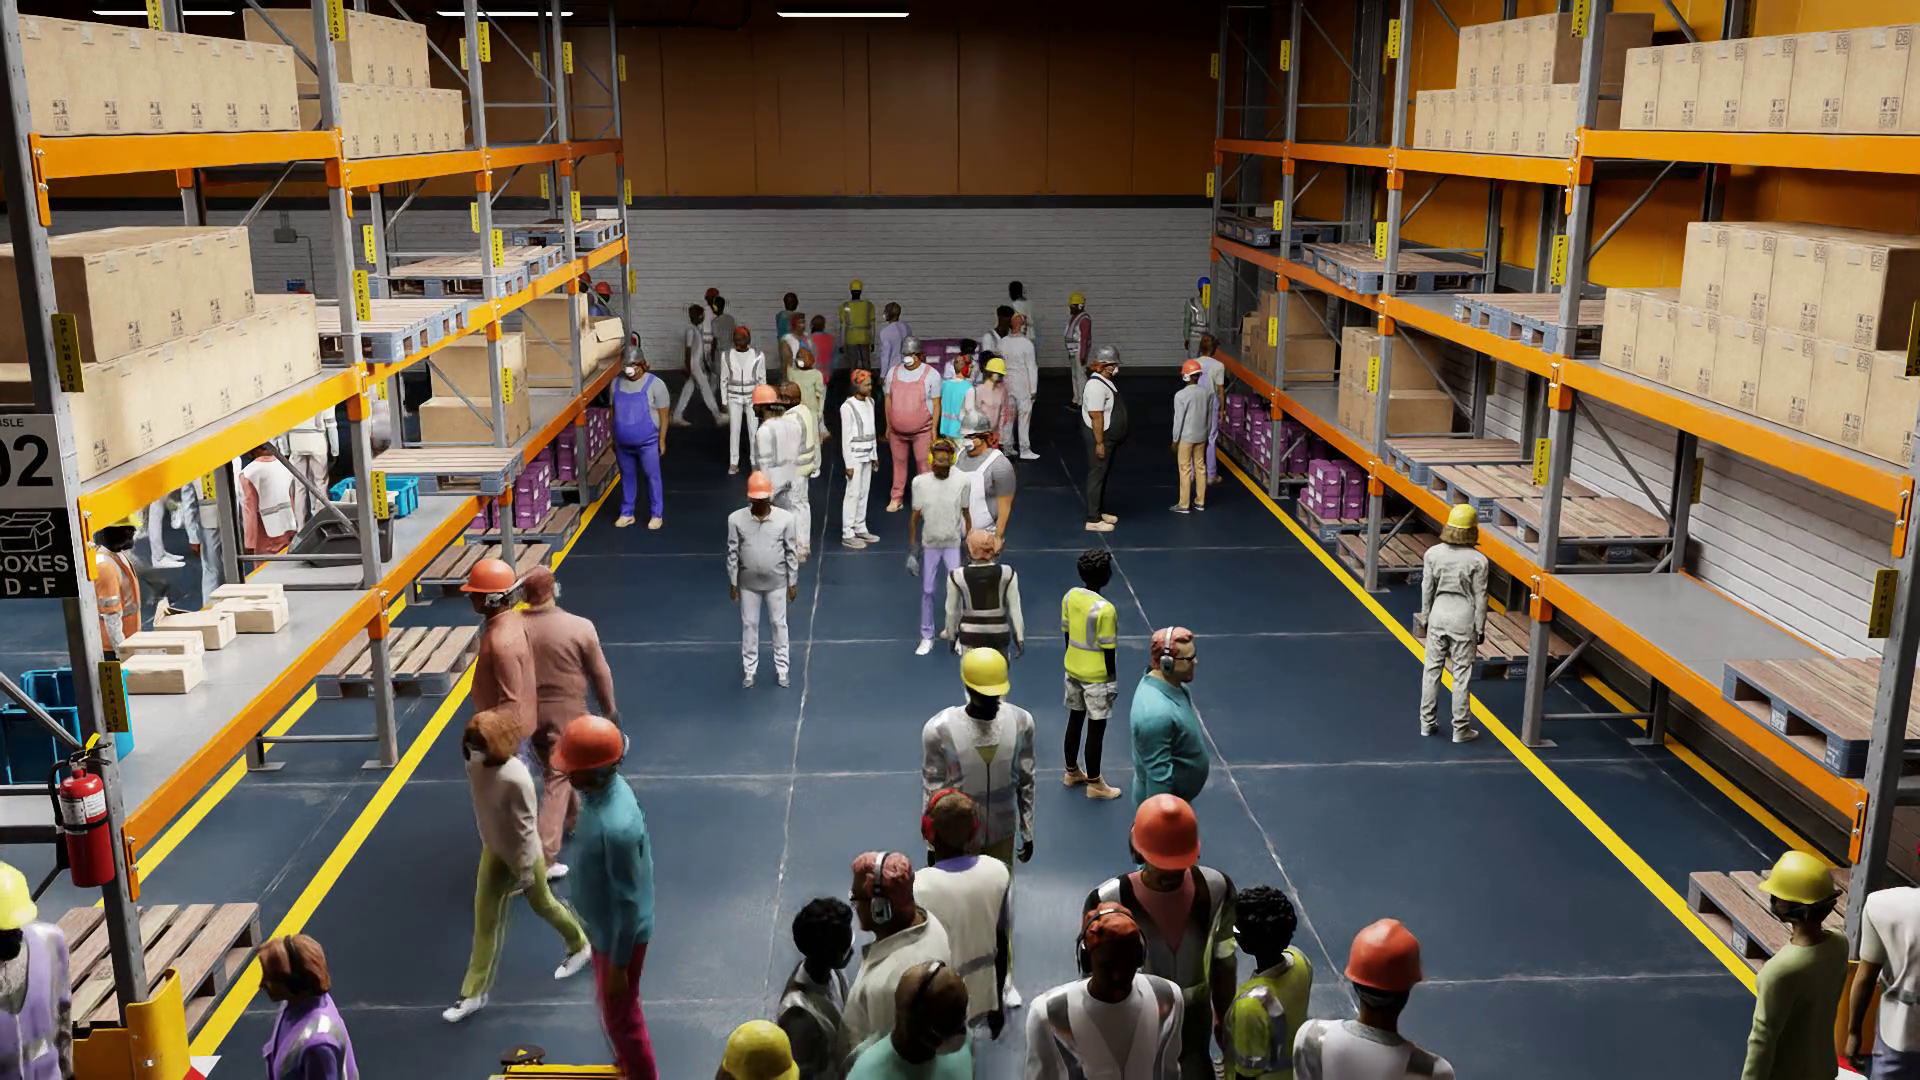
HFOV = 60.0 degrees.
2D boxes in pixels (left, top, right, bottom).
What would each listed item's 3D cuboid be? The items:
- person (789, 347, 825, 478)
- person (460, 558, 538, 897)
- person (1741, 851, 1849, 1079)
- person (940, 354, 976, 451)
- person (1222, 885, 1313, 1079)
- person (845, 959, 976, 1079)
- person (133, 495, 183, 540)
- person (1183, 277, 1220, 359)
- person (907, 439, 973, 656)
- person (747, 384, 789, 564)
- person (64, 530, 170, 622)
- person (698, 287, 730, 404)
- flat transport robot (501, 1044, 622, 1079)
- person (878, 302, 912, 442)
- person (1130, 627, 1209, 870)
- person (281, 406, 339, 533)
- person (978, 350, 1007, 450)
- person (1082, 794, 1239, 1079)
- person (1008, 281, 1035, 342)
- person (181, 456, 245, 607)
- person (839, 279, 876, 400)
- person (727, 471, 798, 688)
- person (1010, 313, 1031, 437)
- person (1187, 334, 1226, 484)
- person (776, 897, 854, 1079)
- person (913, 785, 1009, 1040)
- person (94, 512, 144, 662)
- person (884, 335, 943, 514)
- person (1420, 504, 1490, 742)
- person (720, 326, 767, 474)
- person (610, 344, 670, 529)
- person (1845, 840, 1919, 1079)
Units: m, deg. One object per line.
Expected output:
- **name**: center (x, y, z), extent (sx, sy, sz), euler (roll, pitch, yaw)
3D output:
- **person**: center (-1.928, -1.595, 20.790), extent (0.507, 1.632, 0.274), euler (6, 16, 24)
- **person**: center (-2.628, 1.071, 9.604), extent (0.379, 1.996, 0.611), euler (-3, 15, -12)
- **person**: center (3.139, 2.022, 6.343), extent (0.525, 1.760, 0.341), euler (-10, 17, -34)
- **person**: center (-0.015, -1.162, 18.669), extent (0.373, 1.843, 0.571), euler (-10, 18, -35)
- **person**: center (1.140, 2.088, 6.222), extent (0.319, 1.694, 0.532), euler (9, 17, 31)
- **person**: center (-0.242, 2.191, 5.400), extent (0.695, 1.909, 0.674), euler (10, 17, 34)
- **person**: center (-8.723, -0.927, 17.741), extent (0.535, 1.850, 0.633), euler (9, 17, 30)
- **person**: center (3.870, -3.228, 26.575), extent (0.618, 1.946, 0.394), euler (-3, 15, -12)
- **person**: center (-0.145, 0.073, 13.842), extent (0.574, 1.849, 0.407), euler (-1, 14, -2)
- **person**: center (-1.861, -0.558, 16.141), extent (0.414, 1.921, 0.551), euler (4, 15, 17)
- **person**: center (-7.661, -0.204, 14.979), extent (0.575, 1.817, 0.891), euler (9, 17, 32)
- **person**: center (-3.853, -2.991, 25.818), extent (0.588, 1.855, 0.669), euler (-1, 14, -3)
- **flat transport robot**: center (-1.789, 2.601, 7.038), extent (0.652, 0.197, 1.431), euler (0, 14, 1)
- **person**: center (-0.914, -2.327, 23.055), extent (0.360, 1.939, 0.635), euler (10, 17, 33)
- **person**: center (1.079, 1.365, 8.627), extent (0.409, 1.907, 0.649), euler (2, 14, 8)
- **person**: center (-6.965, -0.985, 17.854), extent (0.595, 1.911, 0.398), euler (-1, 14, -2)
- **person**: center (0.385, -1.464, 20.181), extent (0.366, 1.674, 0.585), euler (0, 14, 0)
- **person**: center (0.762, 1.899, 6.294), extent (0.613, 2.029, 0.409), euler (-3, 15, -13)
- **person**: center (0.956, -3.171, 26.452), extent (0.582, 1.891, 0.671), euler (13, 19, 41)
- **person**: center (-6.414, -0.094, 14.365), extent (0.410, 1.908, 0.598), euler (8, 16, 29)
- **person**: center (-1.626, -3.155, 26.328), extent (0.585, 1.928, 0.379), euler (-5, 15, -17)
- **person**: center (-1.551, 0.311, 13.082), extent (0.564, 1.745, 0.349), euler (0, 14, -1)
- **person**: center (0.779, -2.324, 23.422), extent (0.341, 1.753, 0.534), euler (13, 19, 41)
- **person**: center (3.016, -1.601, 20.392), extent (0.514, 1.845, 0.339), euler (8, 16, 29)
- **person**: center (-0.523, 2.102, 6.187), extent (0.378, 1.685, 0.538), euler (2, 14, 8)
- **person**: center (0.010, 1.900, 6.739), extent (0.911, 1.802, 0.571), euler (13, 19, 42)
- **person**: center (-5.721, 0.660, 11.386), extent (0.409, 1.917, 0.585), euler (-6, 15, -22)
- **person**: center (-0.557, -1.305, 18.840), extent (0.681, 2.000, 0.538), euler (4, 15, 16)
- **person**: center (3.567, 0.592, 11.988), extent (0.492, 1.744, 0.295), euler (11, 18, 37)
- **person**: center (-2.718, -1.754, 20.918), extent (0.578, 1.881, 0.346), euler (0, 14, -2)
- **person**: center (-3.523, -1.121, 18.118), extent (0.684, 2.000, 0.535), euler (4, 15, 15)
- **person**: center (3.751, 1.957, 6.448), extent (0.565, 1.836, 0.384), euler (7, 16, 24)
